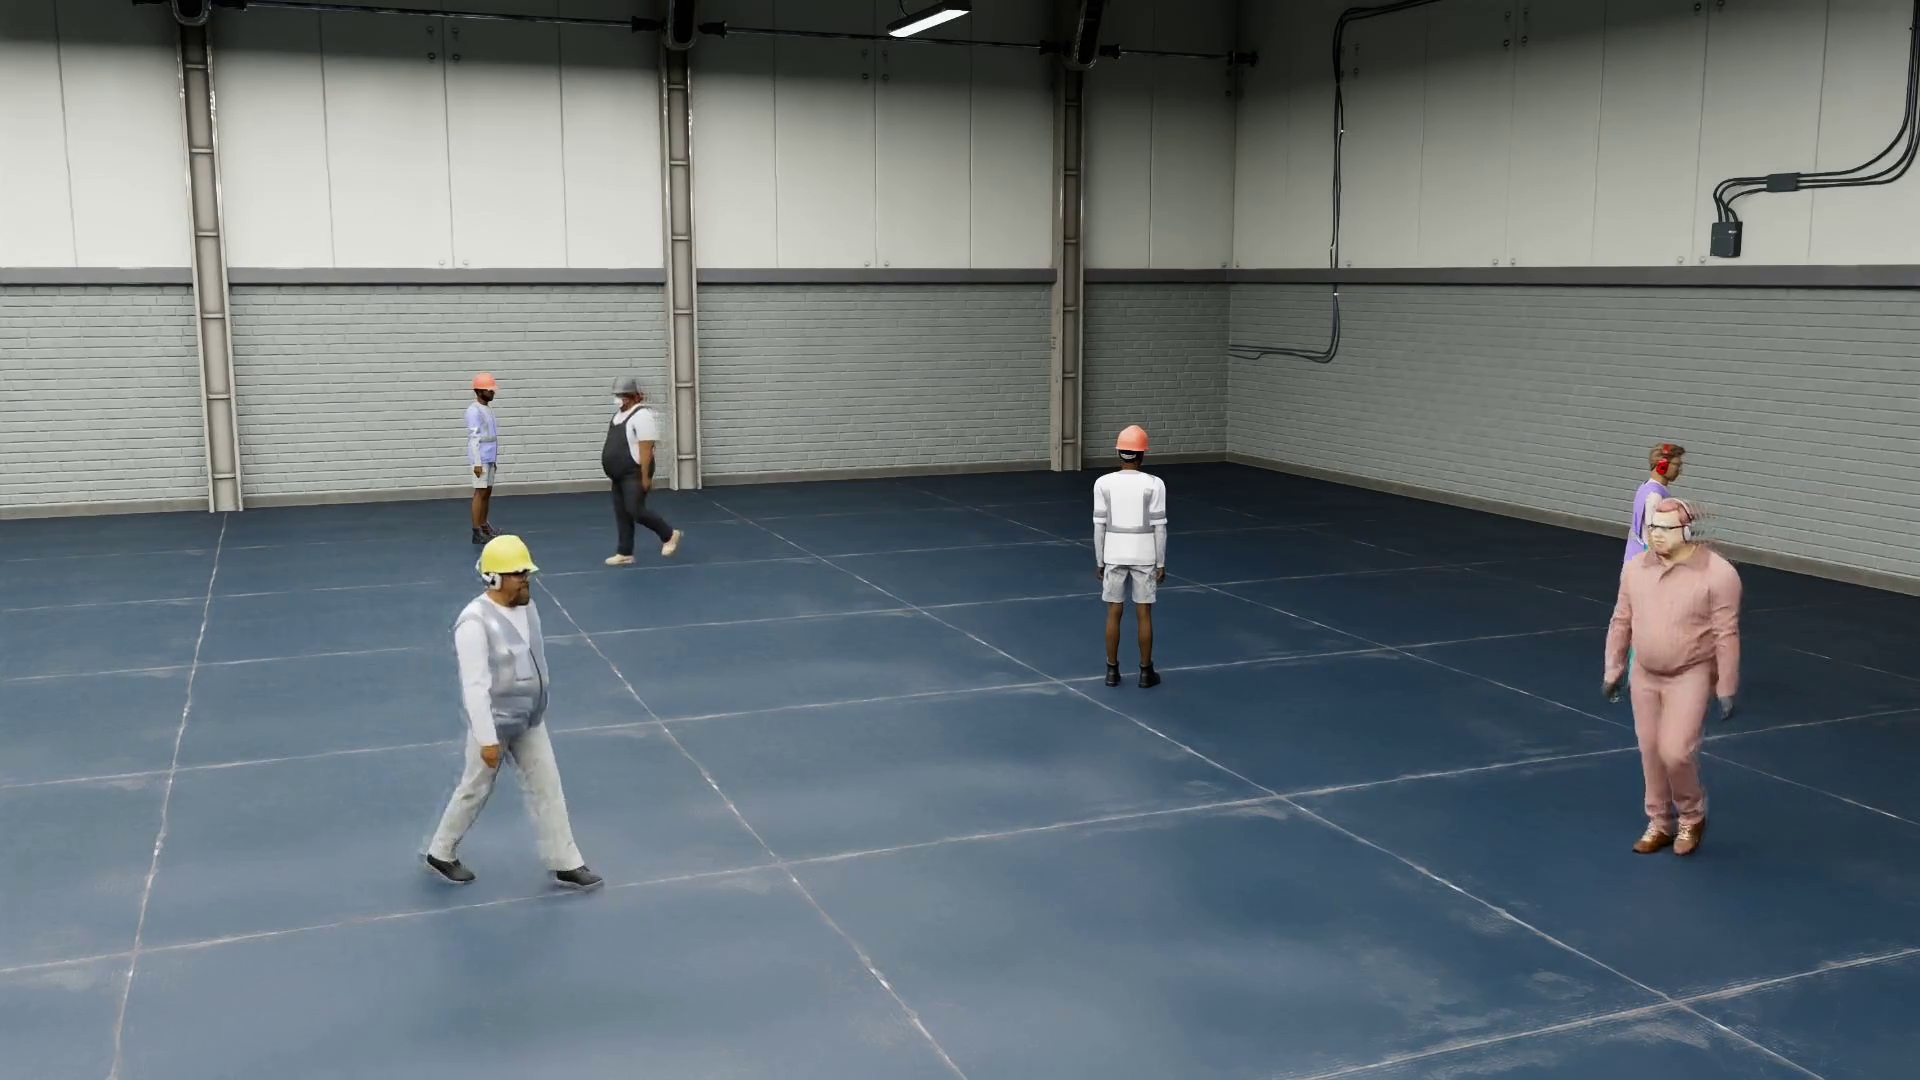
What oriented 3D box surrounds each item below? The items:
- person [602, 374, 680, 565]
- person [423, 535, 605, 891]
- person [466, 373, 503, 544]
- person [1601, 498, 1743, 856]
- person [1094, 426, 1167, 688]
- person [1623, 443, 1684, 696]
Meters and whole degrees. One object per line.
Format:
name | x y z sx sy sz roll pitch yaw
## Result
person | -3.395 -0.749 17.421 0.714 2.000 0.691 -6 11 -35
person | -2.267 0.853 8.176 0.933 1.791 0.612 3 10 19
person | -5.365 -0.924 18.842 0.373 1.935 0.552 0 9 3
person | 3.668 0.721 8.644 0.430 1.890 0.679 -6 11 -34
person | 1.254 0.127 12.241 0.543 1.938 0.357 3 9 16
person | 4.979 0.217 11.967 0.389 1.845 0.567 3 10 18
